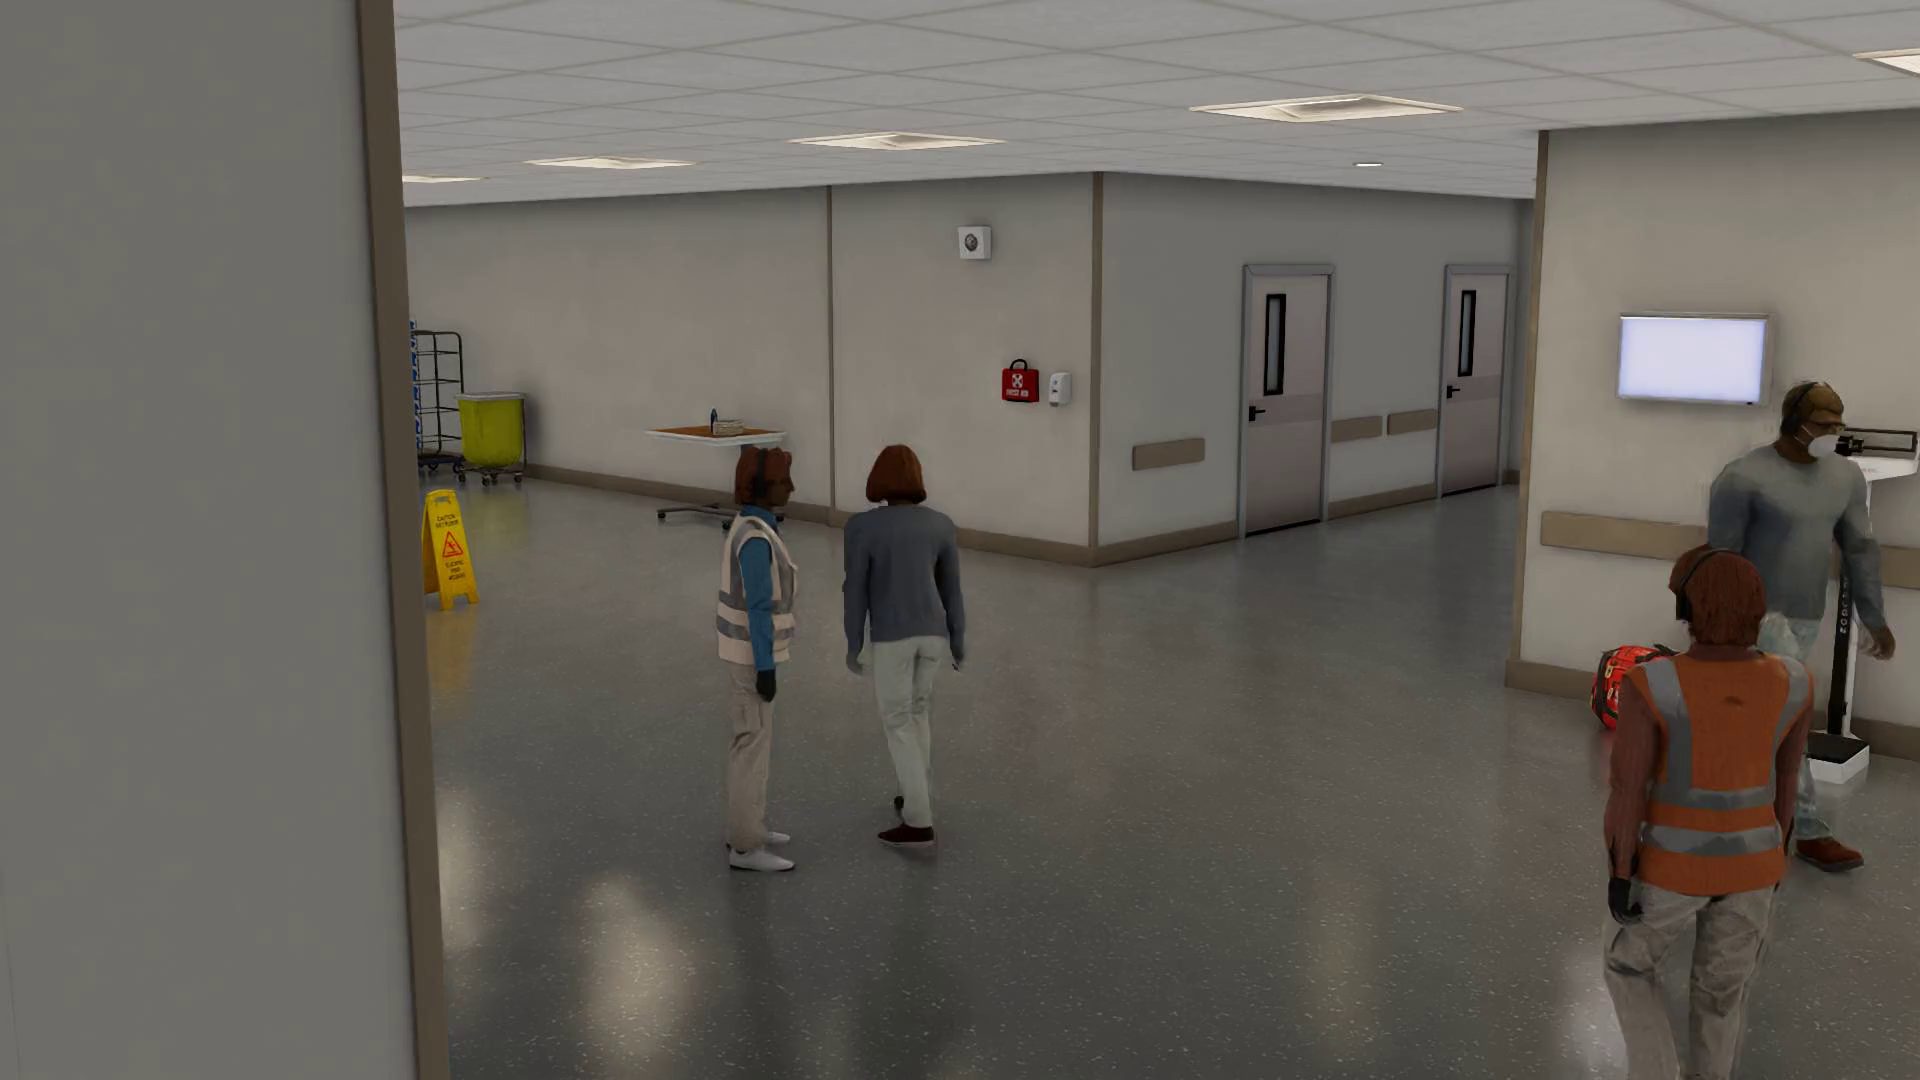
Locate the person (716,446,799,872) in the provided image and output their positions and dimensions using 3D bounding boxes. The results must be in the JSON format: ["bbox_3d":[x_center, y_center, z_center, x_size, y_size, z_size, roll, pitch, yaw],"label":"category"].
[{"bbox_3d":[-0.775,0.451,6.405,0.319,1.634,0.525,-1,9,-7],"label":"person"}]

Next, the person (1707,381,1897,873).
[{"bbox_3d":[3.267,0.293,6.672,0.644,1.883,1.062,-3,10,-17],"label":"person"}]

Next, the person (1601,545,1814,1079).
[{"bbox_3d":[1.841,0.821,4.153,0.517,1.627,0.383,0,9,-1],"label":"person"}]

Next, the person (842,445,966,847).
[{"bbox_3d":[-0.192,0.421,6.756,0.505,1.581,0.602,-5,11,-29],"label":"person"}]
